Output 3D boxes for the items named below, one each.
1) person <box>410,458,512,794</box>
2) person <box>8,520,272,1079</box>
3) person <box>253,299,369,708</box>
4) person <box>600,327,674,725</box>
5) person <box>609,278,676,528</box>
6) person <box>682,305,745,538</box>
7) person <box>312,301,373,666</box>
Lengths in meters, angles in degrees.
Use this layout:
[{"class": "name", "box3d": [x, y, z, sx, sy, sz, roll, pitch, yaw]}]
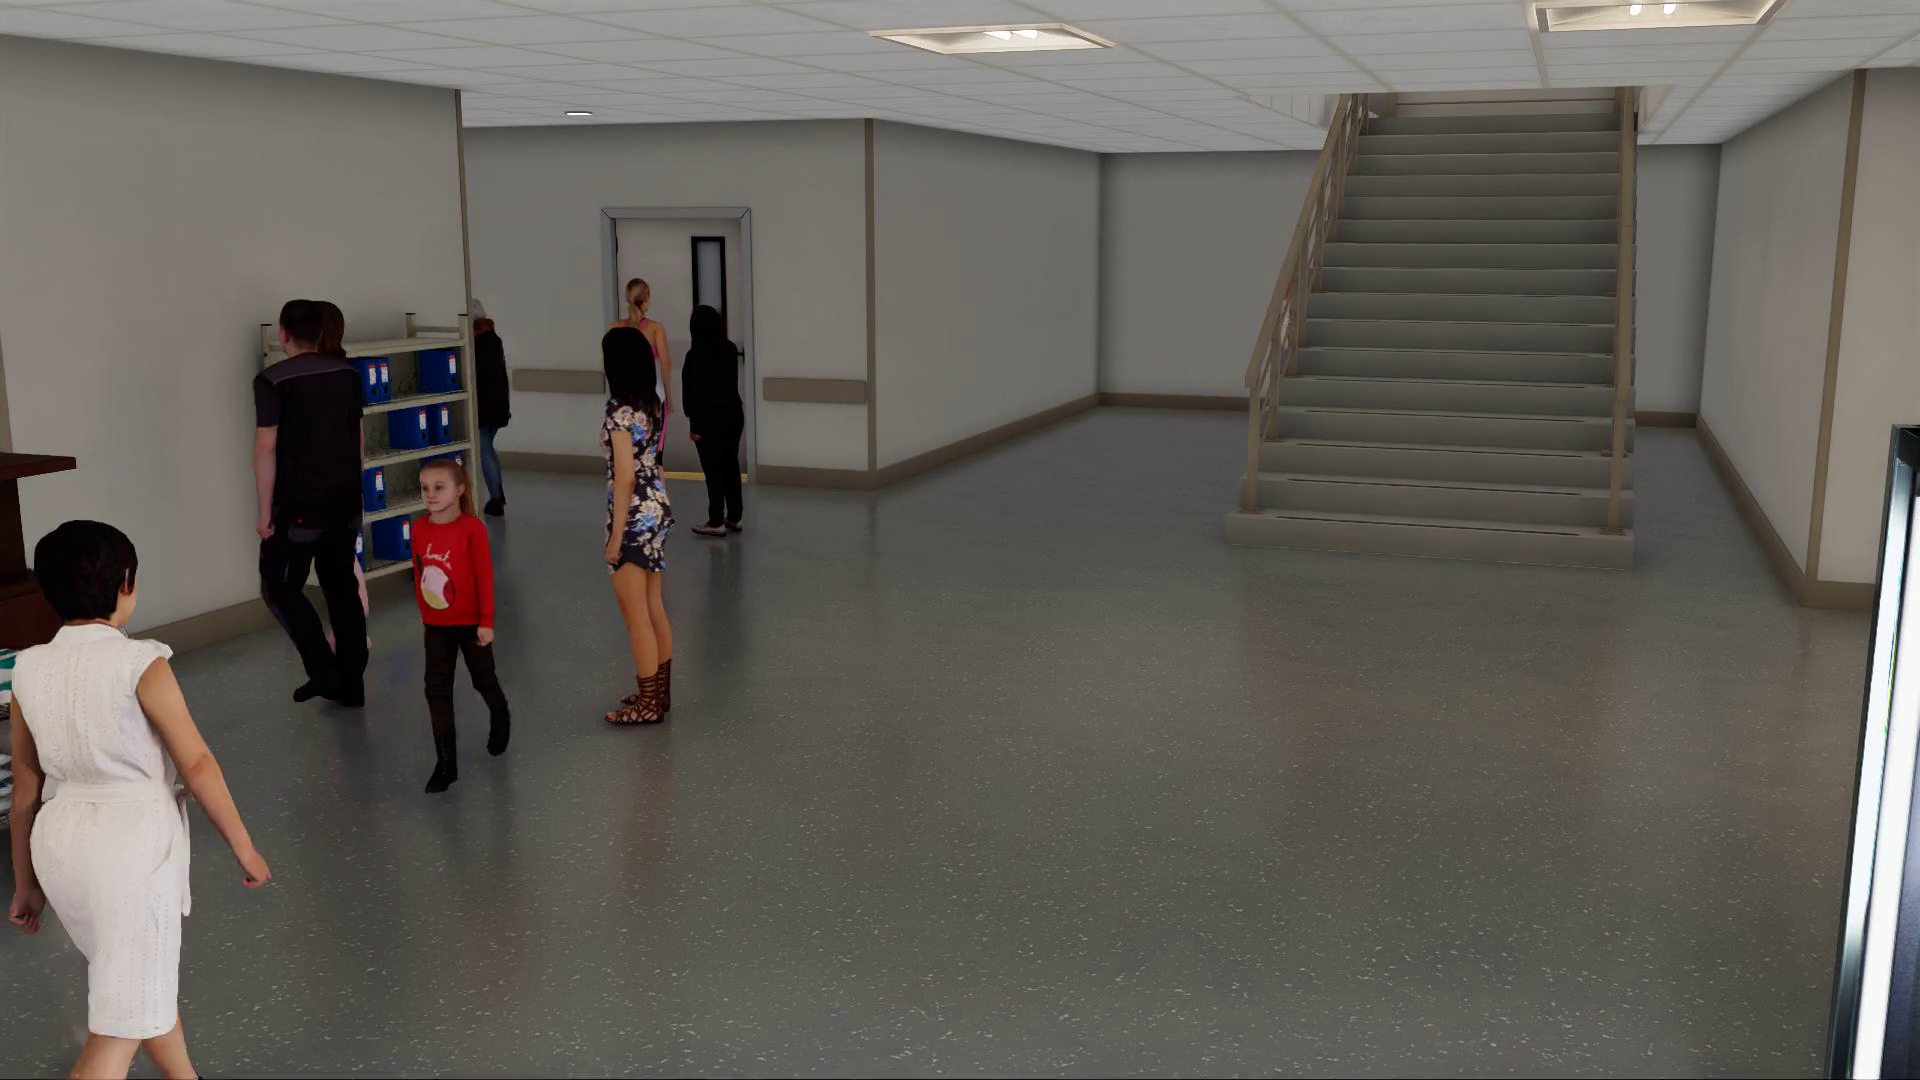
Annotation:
[{"class": "person", "box3d": [-1.955, 0.312, 6.543, 0.667, 1.263, 0.963, 0, 11, 2]}, {"class": "person", "box3d": [-1.840, 0.759, 3.540, 0.751, 1.503, 1.034, 3, 11, 16]}, {"class": "person", "box3d": [-2.801, -0.132, 7.356, 0.881, 1.833, 0.670, 7, 13, 33]}, {"class": "person", "box3d": [-1.410, -0.062, 7.255, 0.681, 1.732, 0.516, 2, 11, 9]}, {"class": "person", "box3d": [-2.270, -0.964, 11.862, 0.654, 1.787, 0.595, 1, 11, 6]}, {"class": "person", "box3d": [-1.711, -0.843, 11.695, 0.740, 1.611, 0.617, 6, 12, 30]}, {"class": "person", "box3d": [-3.076, -0.266, 8.139, 0.689, 1.803, 0.687, -9, 14, -39]}]
